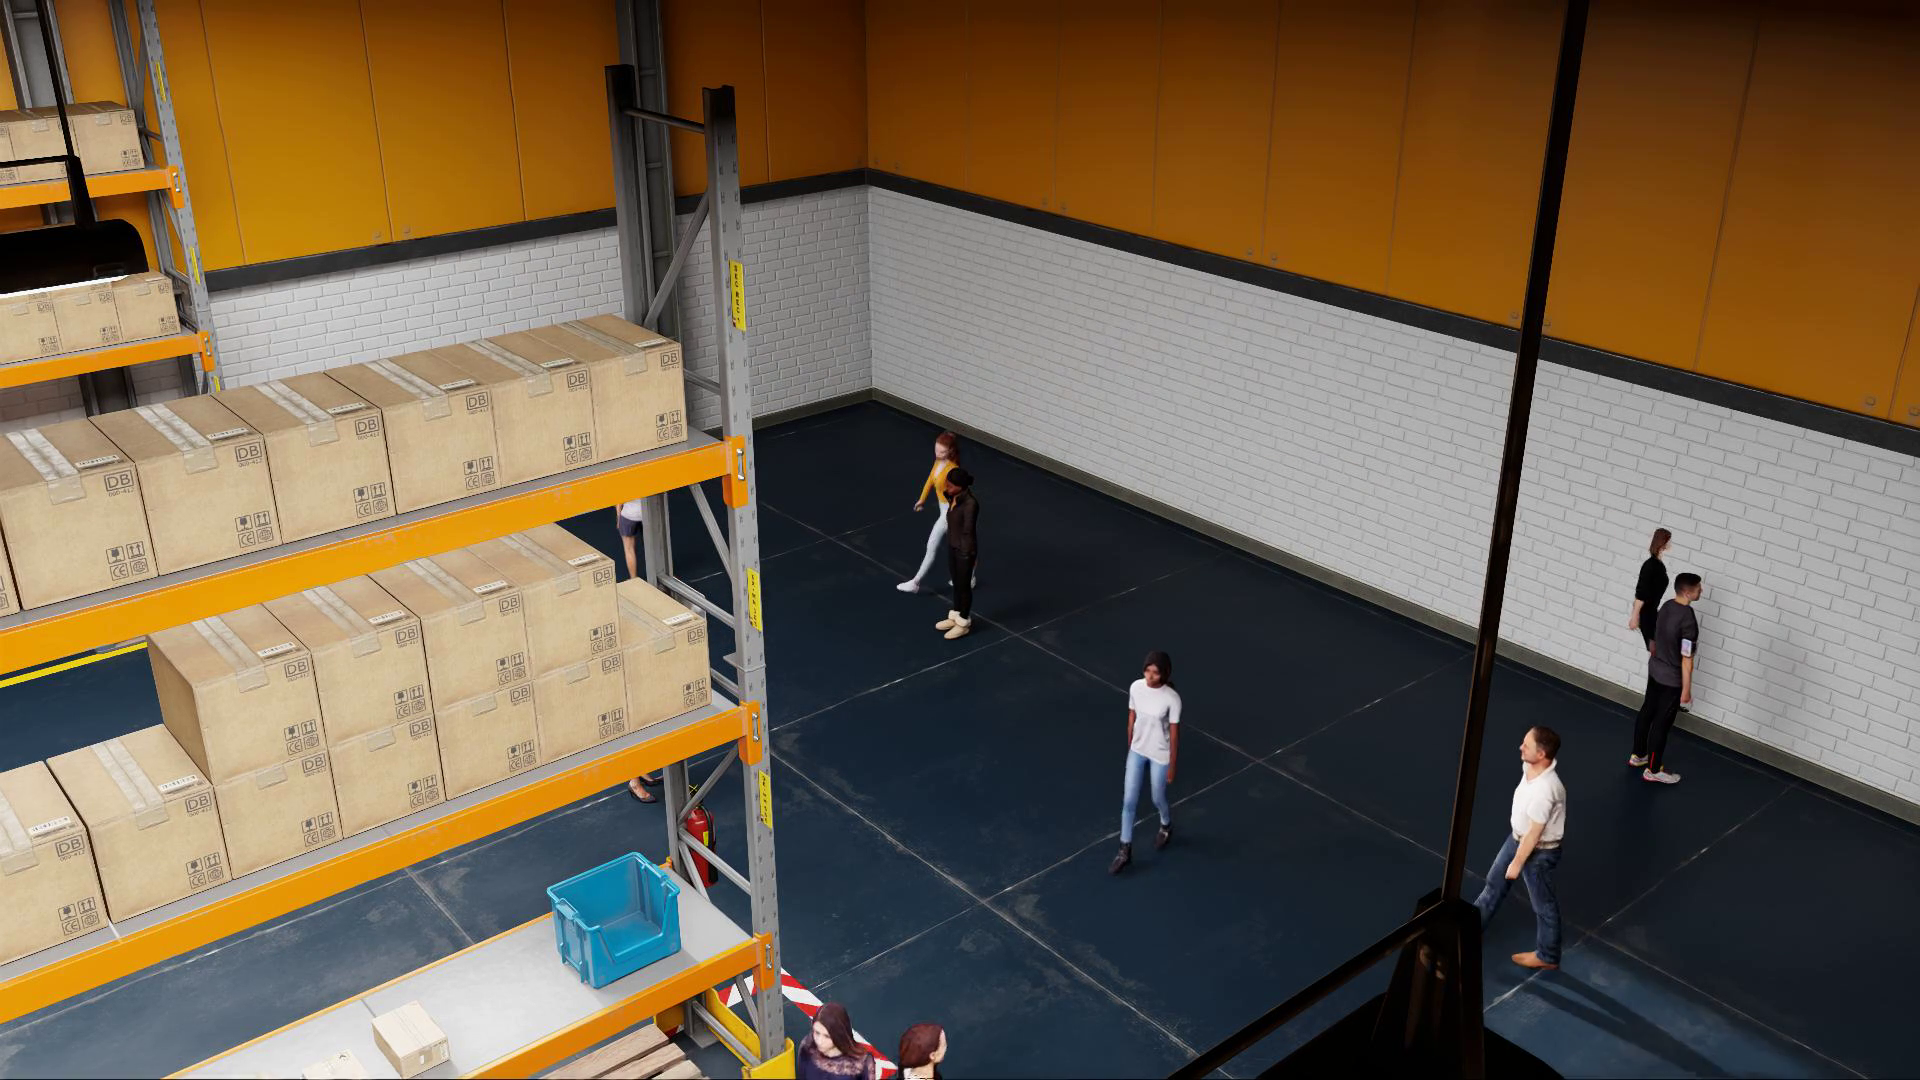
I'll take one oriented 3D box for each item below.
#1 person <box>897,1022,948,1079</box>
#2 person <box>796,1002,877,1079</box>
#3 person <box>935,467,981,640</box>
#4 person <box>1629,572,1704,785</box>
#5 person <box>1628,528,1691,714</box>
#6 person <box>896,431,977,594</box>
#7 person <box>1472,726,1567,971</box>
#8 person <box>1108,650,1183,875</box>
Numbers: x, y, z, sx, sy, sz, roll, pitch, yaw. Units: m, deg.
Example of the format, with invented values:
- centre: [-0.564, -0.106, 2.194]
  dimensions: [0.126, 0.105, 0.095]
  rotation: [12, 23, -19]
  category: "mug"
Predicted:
- centre: [-0.258, 3.178, 8.332]
  dimensions: [0.773, 1.788, 0.734]
  rotation: [-4, 24, -8]
  category: "person"
- centre: [-0.613, 3.070, 8.836]
  dimensions: [0.721, 1.581, 0.869]
  rotation: [16, 29, 33]
  category: "person"
- centre: [0.026, 0.091, 15.554]
  dimensions: [0.680, 1.659, 0.622]
  rotation: [-13, 27, -28]
  category: "person"
- centre: [5.616, 1.067, 13.191]
  dimensions: [0.738, 1.763, 0.714]
  rotation: [-1, 24, -3]
  category: "person"
- centre: [5.849, 0.641, 14.298]
  dimensions: [1.024, 1.658, 0.662]
  rotation: [-18, 29, -36]
  category: "person"
- centre: [-0.032, -0.258, 16.290]
  dimensions: [1.208, 1.710, 1.023]
  rotation: [-3, 24, -8]
  category: "person"
- centre: [3.851, 2.051, 10.866]
  dimensions: [1.168, 1.822, 1.140]
  rotation: [4, 24, 8]
  category: "person"
- centre: [1.438, 1.565, 12.133]
  dimensions: [0.763, 1.697, 1.030]
  rotation: [16, 28, 32]
  category: "person"
